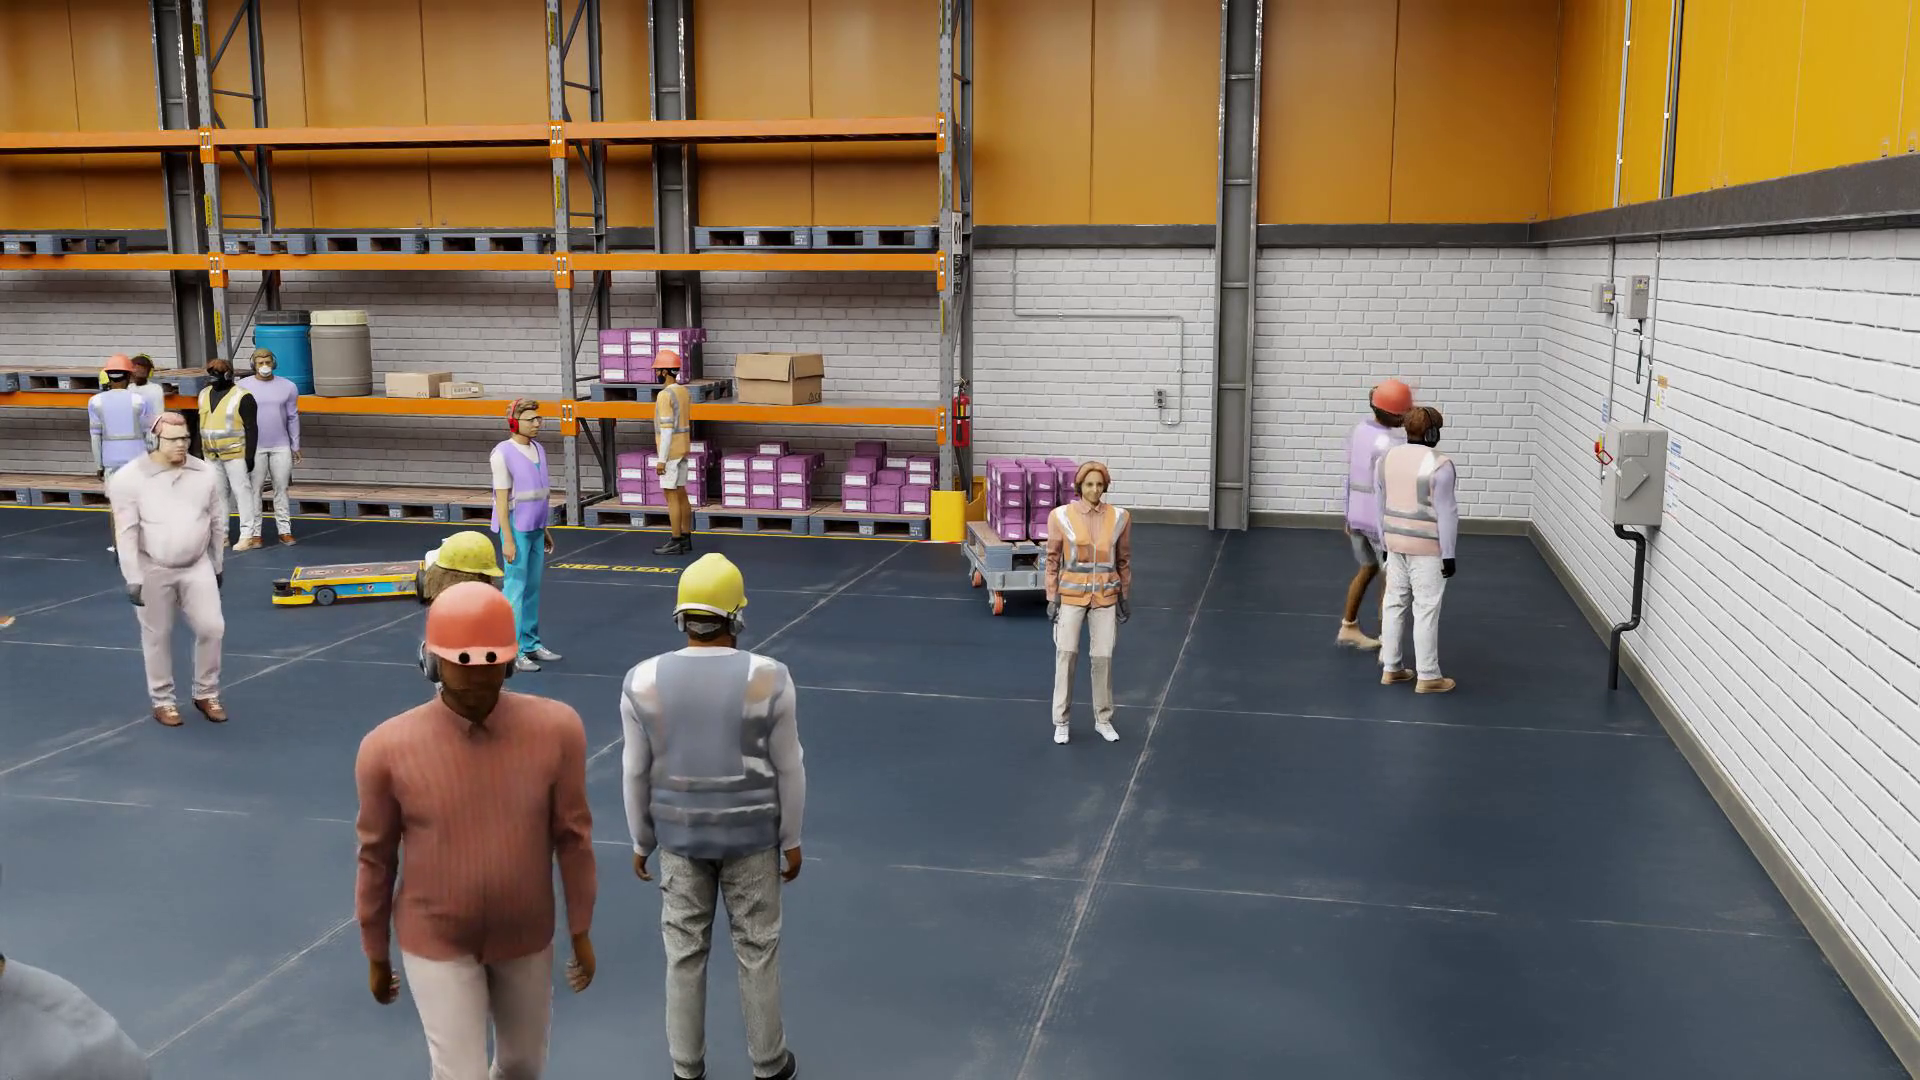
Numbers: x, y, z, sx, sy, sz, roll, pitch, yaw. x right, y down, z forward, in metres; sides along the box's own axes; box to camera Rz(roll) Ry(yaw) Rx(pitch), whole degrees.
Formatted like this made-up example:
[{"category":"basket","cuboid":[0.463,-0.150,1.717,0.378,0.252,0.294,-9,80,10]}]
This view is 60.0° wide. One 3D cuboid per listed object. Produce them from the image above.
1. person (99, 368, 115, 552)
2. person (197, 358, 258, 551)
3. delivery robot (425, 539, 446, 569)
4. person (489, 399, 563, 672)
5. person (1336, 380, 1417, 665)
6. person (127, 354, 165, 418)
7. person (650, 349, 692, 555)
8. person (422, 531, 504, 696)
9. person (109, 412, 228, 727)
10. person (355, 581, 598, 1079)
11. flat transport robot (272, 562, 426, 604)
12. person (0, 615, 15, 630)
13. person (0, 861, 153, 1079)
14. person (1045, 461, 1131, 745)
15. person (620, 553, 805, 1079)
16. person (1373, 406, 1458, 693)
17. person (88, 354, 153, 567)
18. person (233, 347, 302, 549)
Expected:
[{"category":"person","cuboid":[-8.023,-0.769,15.882,0.323,1.764,0.533,2,10,13]},{"category":"person","cuboid":[-7.025,-0.815,15.921,0.619,1.845,0.430,3,10,16]},{"category":"delivery robot","cuboid":[-4.065,0.231,13.253,0.477,0.478,0.707,-4,10,-21]},{"category":"person","cuboid":[-2.976,-0.042,11.324,0.389,1.847,0.563,2,10,14]},{"category":"person","cuboid":[2.878,-0.130,11.503,0.412,1.977,0.726,-3,10,-19]},{"category":"person","cuboid":[-8.199,-0.951,16.737,0.666,1.848,0.366,5,11,29]},{"category":"person","cuboid":[-2.734,-0.823,15.682,0.357,1.936,0.551,2,10,13]},{"category":"person","cuboid":[-1.918,0.824,6.528,0.306,1.736,0.484,-2,10,-9]},{"category":"person","cuboid":[-4.647,0.187,9.861,0.662,1.885,0.585,-9,13,-43]},{"category":"person","cuboid":[-1.345,1.038,4.594,0.622,1.968,0.831,-5,11,-28]},{"category":"flat transport robot","cuboid":[-4.887,0.338,13.738,1.431,0.197,0.652,-3,10,-17]},{"category":"person","cuboid":[-7.251,-0.185,11.898,0.640,1.933,0.901,6,11,31]},{"category":"person","cuboid":[-1.588,1.365,2.721,0.629,1.940,0.379,3,10,15]},{"category":"person","cuboid":[0.735,0.357,9.584,0.513,1.639,0.307,-2,10,-10]},{"category":"person","cuboid":[-0.796,0.953,5.474,0.587,1.835,0.404,0,10,3]},{"category":"person","cuboid":[2.966,0.059,10.747,0.430,1.845,0.619,-6,11,-33]},{"category":"person","cuboid":[-7.552,-0.715,15.074,0.543,1.928,0.370,-2,10,-14]},{"category":"person","cuboid":[-6.693,-0.887,16.091,0.627,1.930,0.373,-7,12,-34]}]
